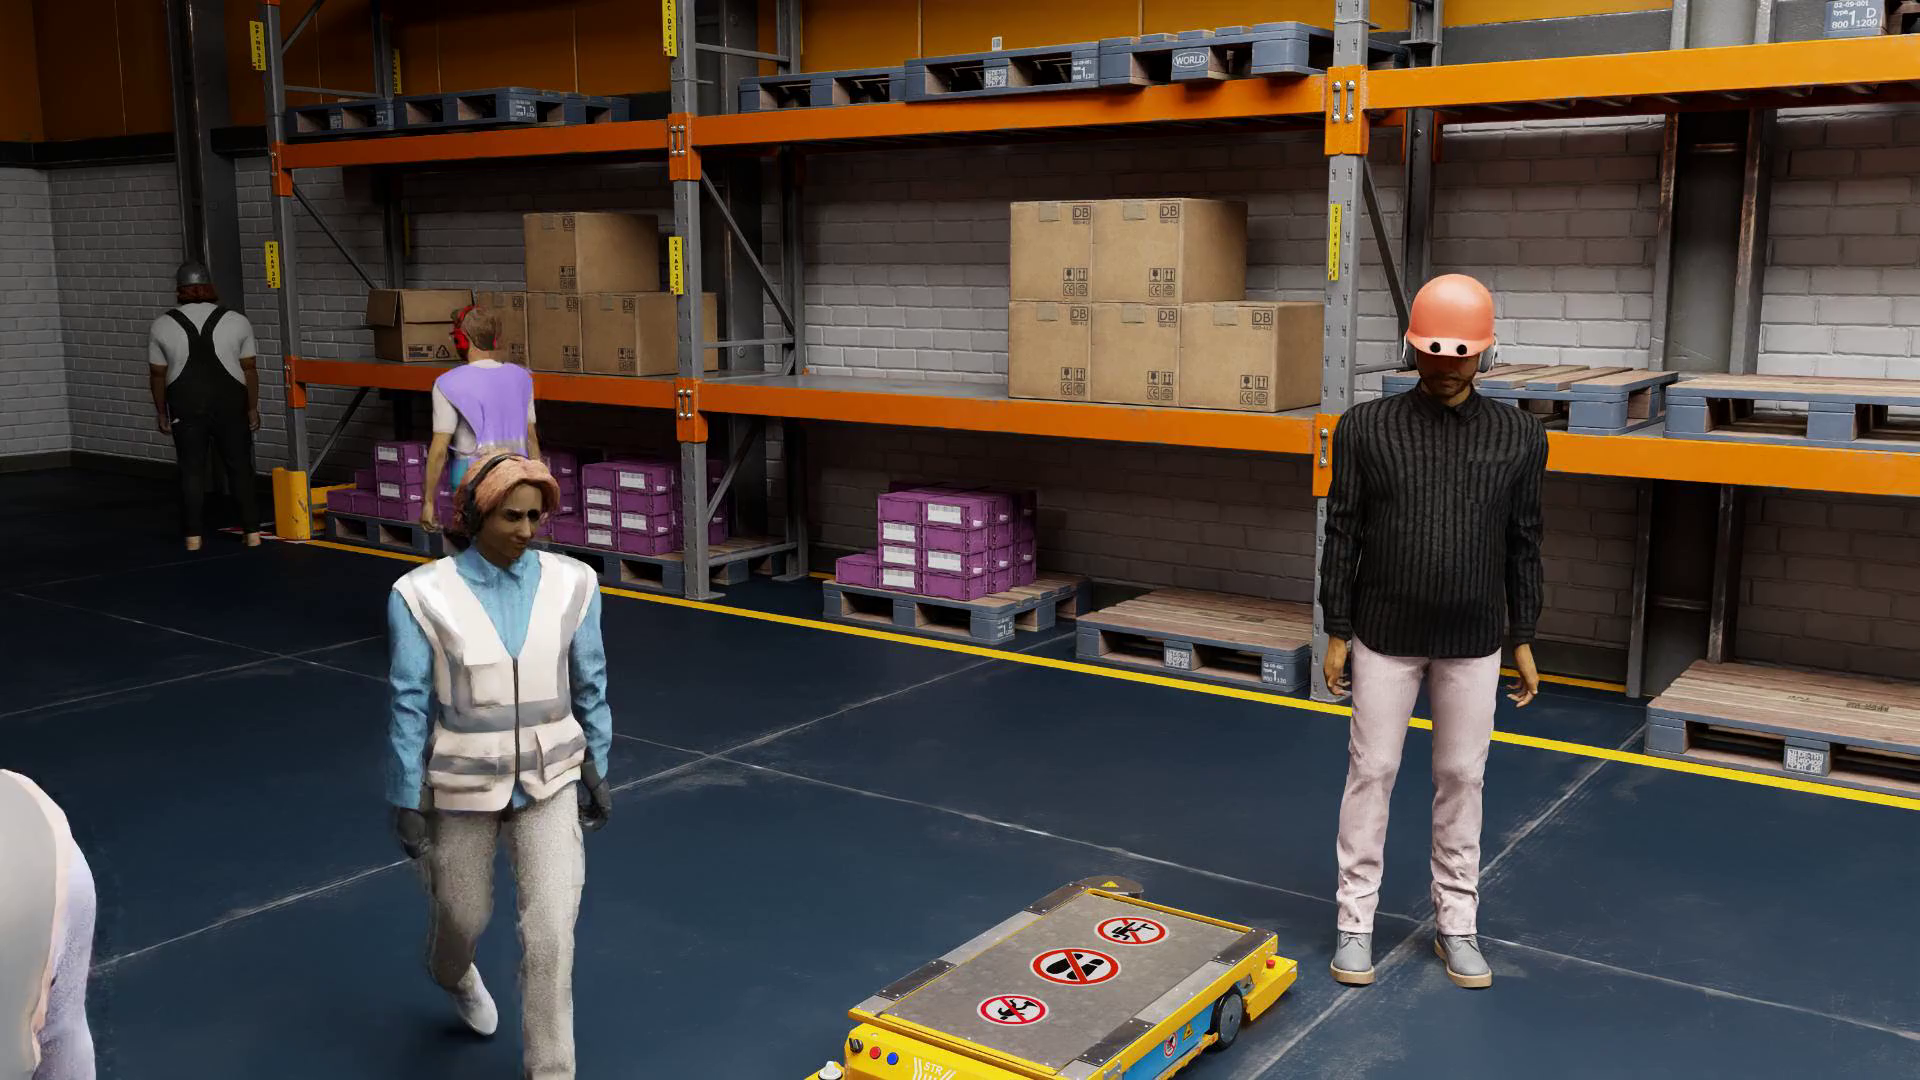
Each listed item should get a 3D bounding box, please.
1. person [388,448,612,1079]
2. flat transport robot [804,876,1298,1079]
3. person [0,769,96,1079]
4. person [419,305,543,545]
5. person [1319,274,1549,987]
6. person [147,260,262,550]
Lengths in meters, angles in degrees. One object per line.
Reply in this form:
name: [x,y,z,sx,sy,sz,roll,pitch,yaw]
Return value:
person: [-1.109,0.571,3.968,0.524,1.612,0.759,-5,11,-29]
flat transport robot: [0.254,1.194,4.191,0.652,0.197,1.431,7,12,35]
person: [-1.174,0.857,1.692,0.982,1.787,0.656,6,11,33]
person: [-2.396,-0.236,8.146,0.935,1.796,0.593,6,11,31]
person: [1.309,0.266,4.624,0.611,1.985,0.393,1,10,5]
person: [-5.301,-0.952,11.711,0.689,2.000,0.536,-4,10,-21]
